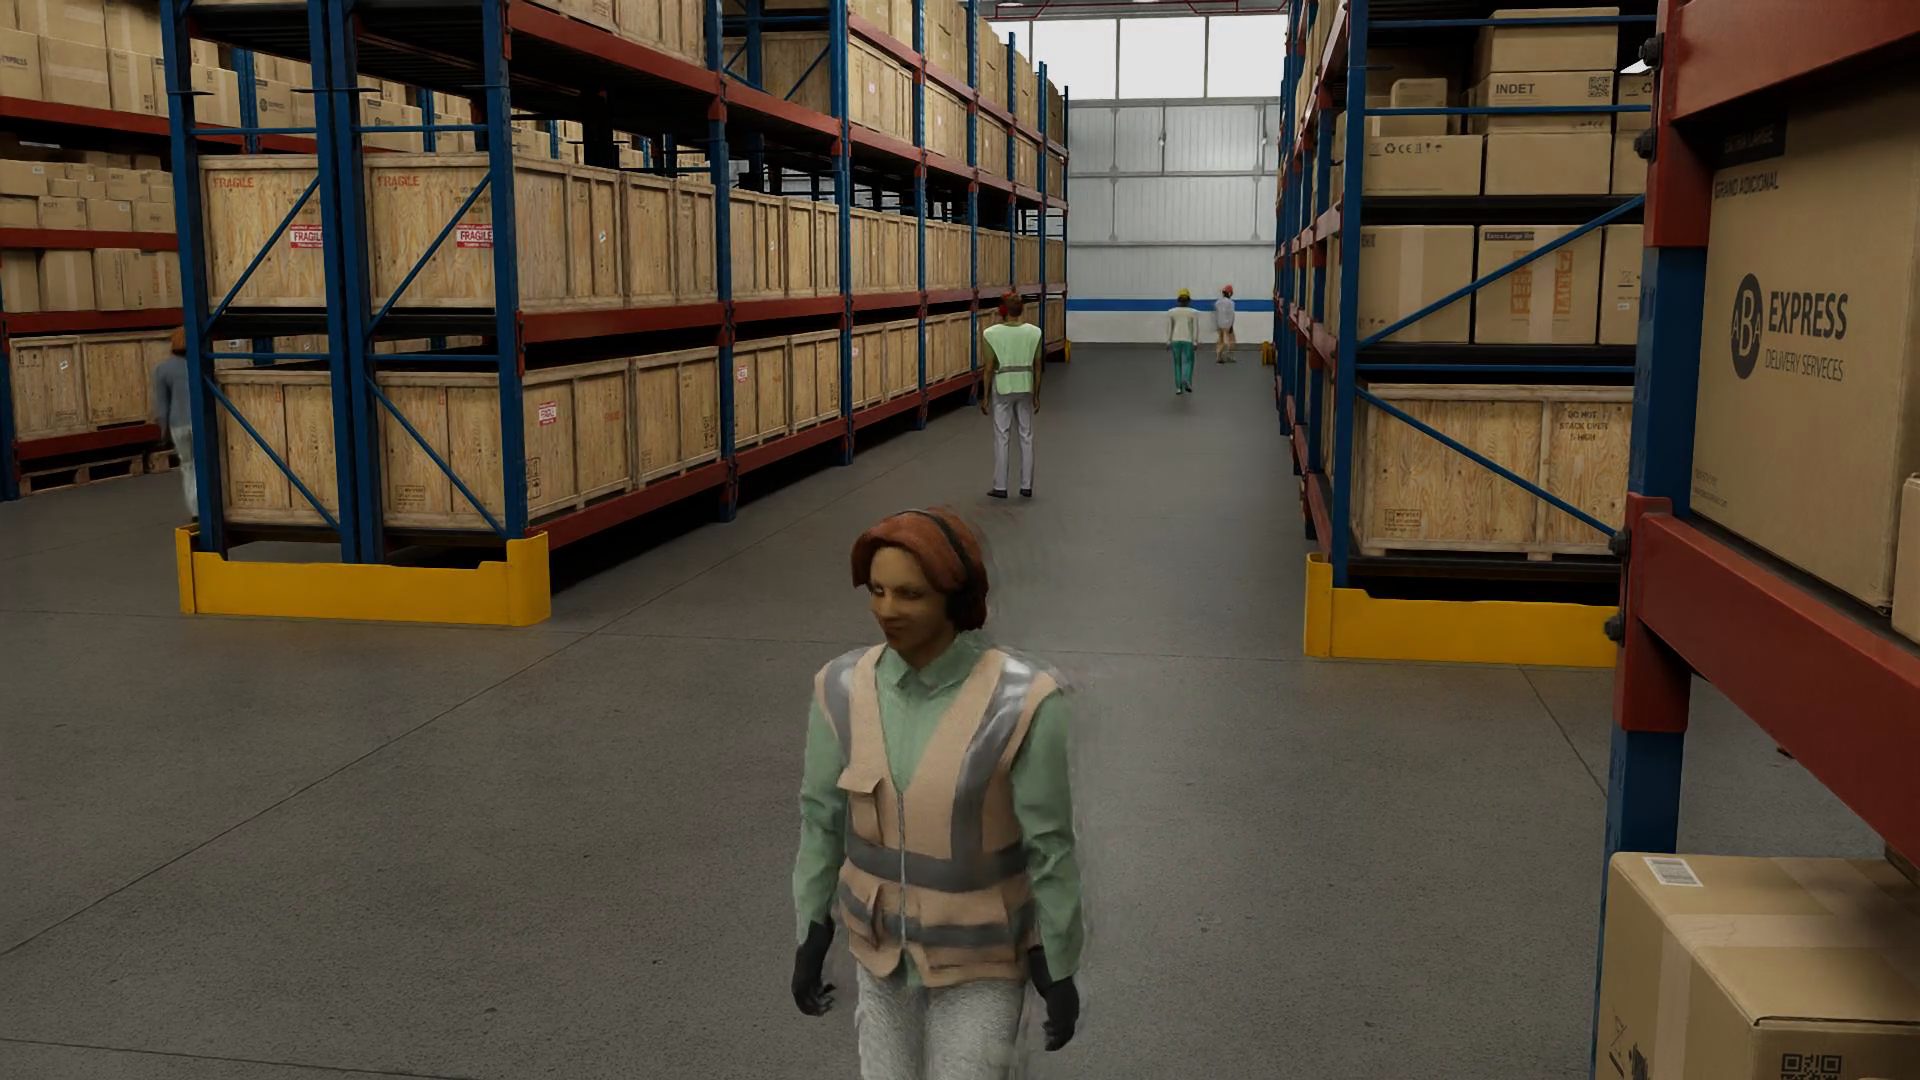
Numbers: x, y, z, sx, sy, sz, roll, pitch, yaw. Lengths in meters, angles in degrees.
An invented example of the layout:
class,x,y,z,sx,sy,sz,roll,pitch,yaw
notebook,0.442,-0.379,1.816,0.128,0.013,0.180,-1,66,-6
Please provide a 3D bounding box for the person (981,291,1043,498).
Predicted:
class,x,y,z,sx,sy,sz,roll,pitch,yaw
person,0.469,-1.295,14.906,0.567,1.849,0.386,-3,10,-20

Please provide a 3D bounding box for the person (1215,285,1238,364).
class,x,y,z,sx,sy,sz,roll,pitch,yaw
person,5.888,-4.746,36.685,0.597,1.729,0.579,-8,12,-41

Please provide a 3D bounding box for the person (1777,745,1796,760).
class,x,y,z,sx,sy,sz,roll,pitch,yaw
person,3.717,0.019,6.648,0.814,1.876,0.680,-2,9,-14

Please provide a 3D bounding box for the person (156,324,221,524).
class,x,y,z,sx,sy,sz,roll,pitch,yaw
person,-6.089,-0.901,13.178,0.505,1.617,0.473,-2,9,-11

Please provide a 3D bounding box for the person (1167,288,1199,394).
class,x,y,z,sx,sy,sz,roll,pitch,yaw
person,3.712,-3.302,27.692,0.528,1.749,0.531,2,9,14

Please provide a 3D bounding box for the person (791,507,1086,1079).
class,x,y,z,sx,sy,sz,roll,pitch,yaw
person,-0.063,0.750,2.911,0.549,1.621,0.408,6,11,31
